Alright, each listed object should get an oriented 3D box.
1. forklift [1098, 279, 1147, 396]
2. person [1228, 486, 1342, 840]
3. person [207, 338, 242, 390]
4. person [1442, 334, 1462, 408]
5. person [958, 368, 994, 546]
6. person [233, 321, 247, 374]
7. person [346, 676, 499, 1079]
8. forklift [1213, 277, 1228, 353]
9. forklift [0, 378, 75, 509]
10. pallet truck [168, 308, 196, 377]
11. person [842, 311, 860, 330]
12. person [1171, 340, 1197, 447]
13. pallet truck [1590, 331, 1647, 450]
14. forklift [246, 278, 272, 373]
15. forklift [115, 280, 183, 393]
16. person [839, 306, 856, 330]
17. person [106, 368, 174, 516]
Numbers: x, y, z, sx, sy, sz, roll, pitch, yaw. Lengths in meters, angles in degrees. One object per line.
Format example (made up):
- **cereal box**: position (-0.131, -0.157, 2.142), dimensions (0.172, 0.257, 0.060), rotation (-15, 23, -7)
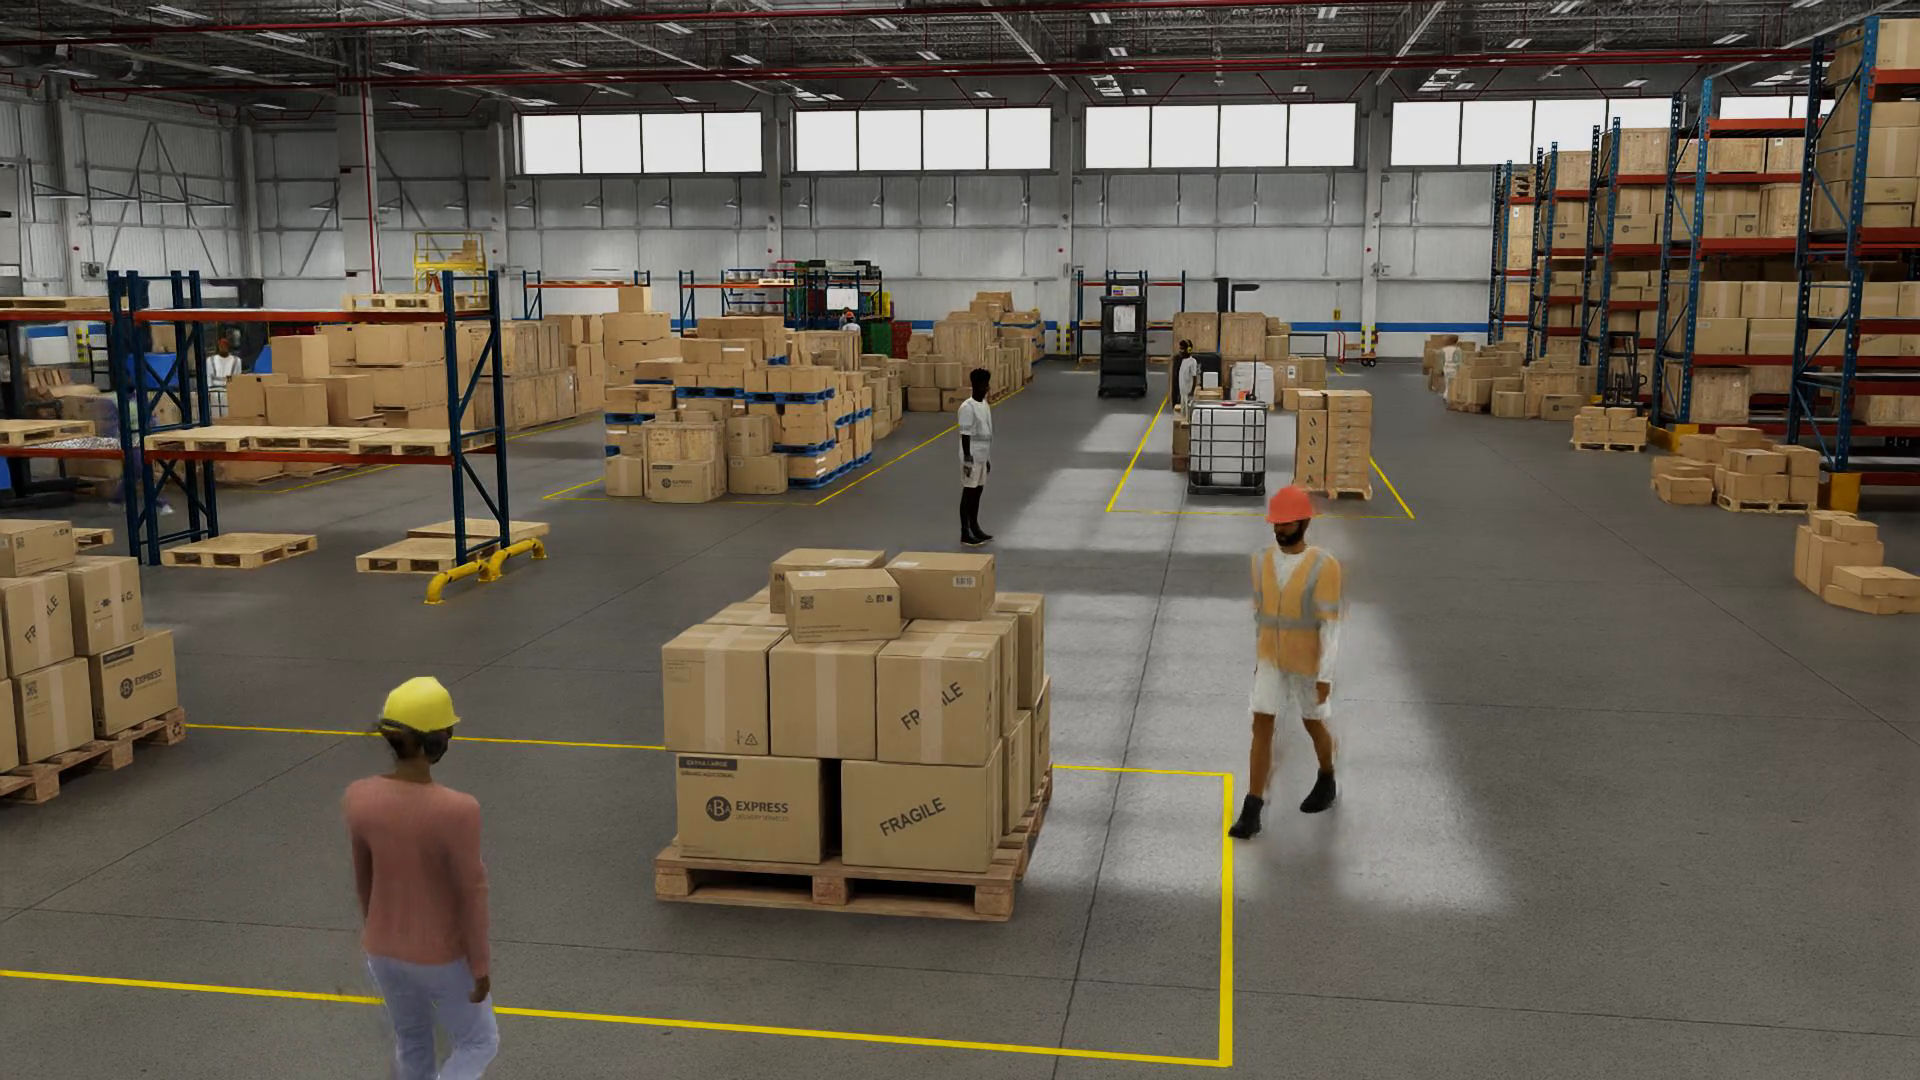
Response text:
- **forklift**: position (4.005, -4.963, 40.526), dimensions (1.129, 2.768, 1.873), rotation (1, 9, 8)
- **person**: position (1.824, 0.634, 9.068), dimensions (0.560, 1.892, 0.983), rotation (8, 12, 39)
- **person**: position (-13.018, -2.657, 29.487), dimensions (0.573, 1.858, 0.874), rotation (-3, 10, -17)
- **person**: position (10.841, -3.718, 36.687), dimensions (0.384, 1.623, 0.531), rotation (-6, 11, -32)
- **person**: position (0.180, -0.923, 18.424), dimensions (0.372, 1.963, 0.608), rotation (4, 10, 23)
- **person**: position (-19.964, -5.260, 46.199), dimensions (0.518, 1.635, 0.312), rotation (4, 10, 25)
- **person**: position (-1.731, 1.305, 5.331), dimensions (0.545, 1.755, 0.530), rotation (4, 10, 21)
- **forklift**: position (7.602, -6.240, 48.398), dimensions (1.873, 2.768, 1.129), rotation (1, 9, 9)
- **forklift**: position (-12.372, -1.752, 20.722), dimensions (1.129, 2.768, 1.873), rotation (4, 10, 26)
- **pallet truck**: position (-21.869, -5.598, 47.154), dimensions (0.823, 1.965, 1.885), rotation (4, 10, 26)
- **person**: position (-2.969, -5.229, 45.116), dimensions (0.542, 1.928, 0.399), rotation (-6, 11, -35)
- **person**: position (3.840, -2.474, 28.303), dimensions (0.328, 1.865, 0.508), rotation (-3, 10, -17)
- **pallet truck**: position (11.253, -2.573, 28.499), dimensions (0.823, 1.965, 1.885), rotation (5, 10, 27)
- **forklift**: position (-18.085, -5.344, 42.876), dimensions (1.873, 2.768, 1.129), rotation (-3, 10, -17)
- **forklift**: position (-19.310, -4.713, 38.979), dimensions (1.873, 2.768, 1.129), rotation (1, 9, 9)
- **person**: position (-3.471, -6.242, 51.346), dimensions (0.632, 1.932, 0.367), rotation (-8, 12, -42)
- **person**: position (-10.222, -1.215, 20.585), dimensions (0.900, 1.849, 0.597), rotation (2, 9, 11)
